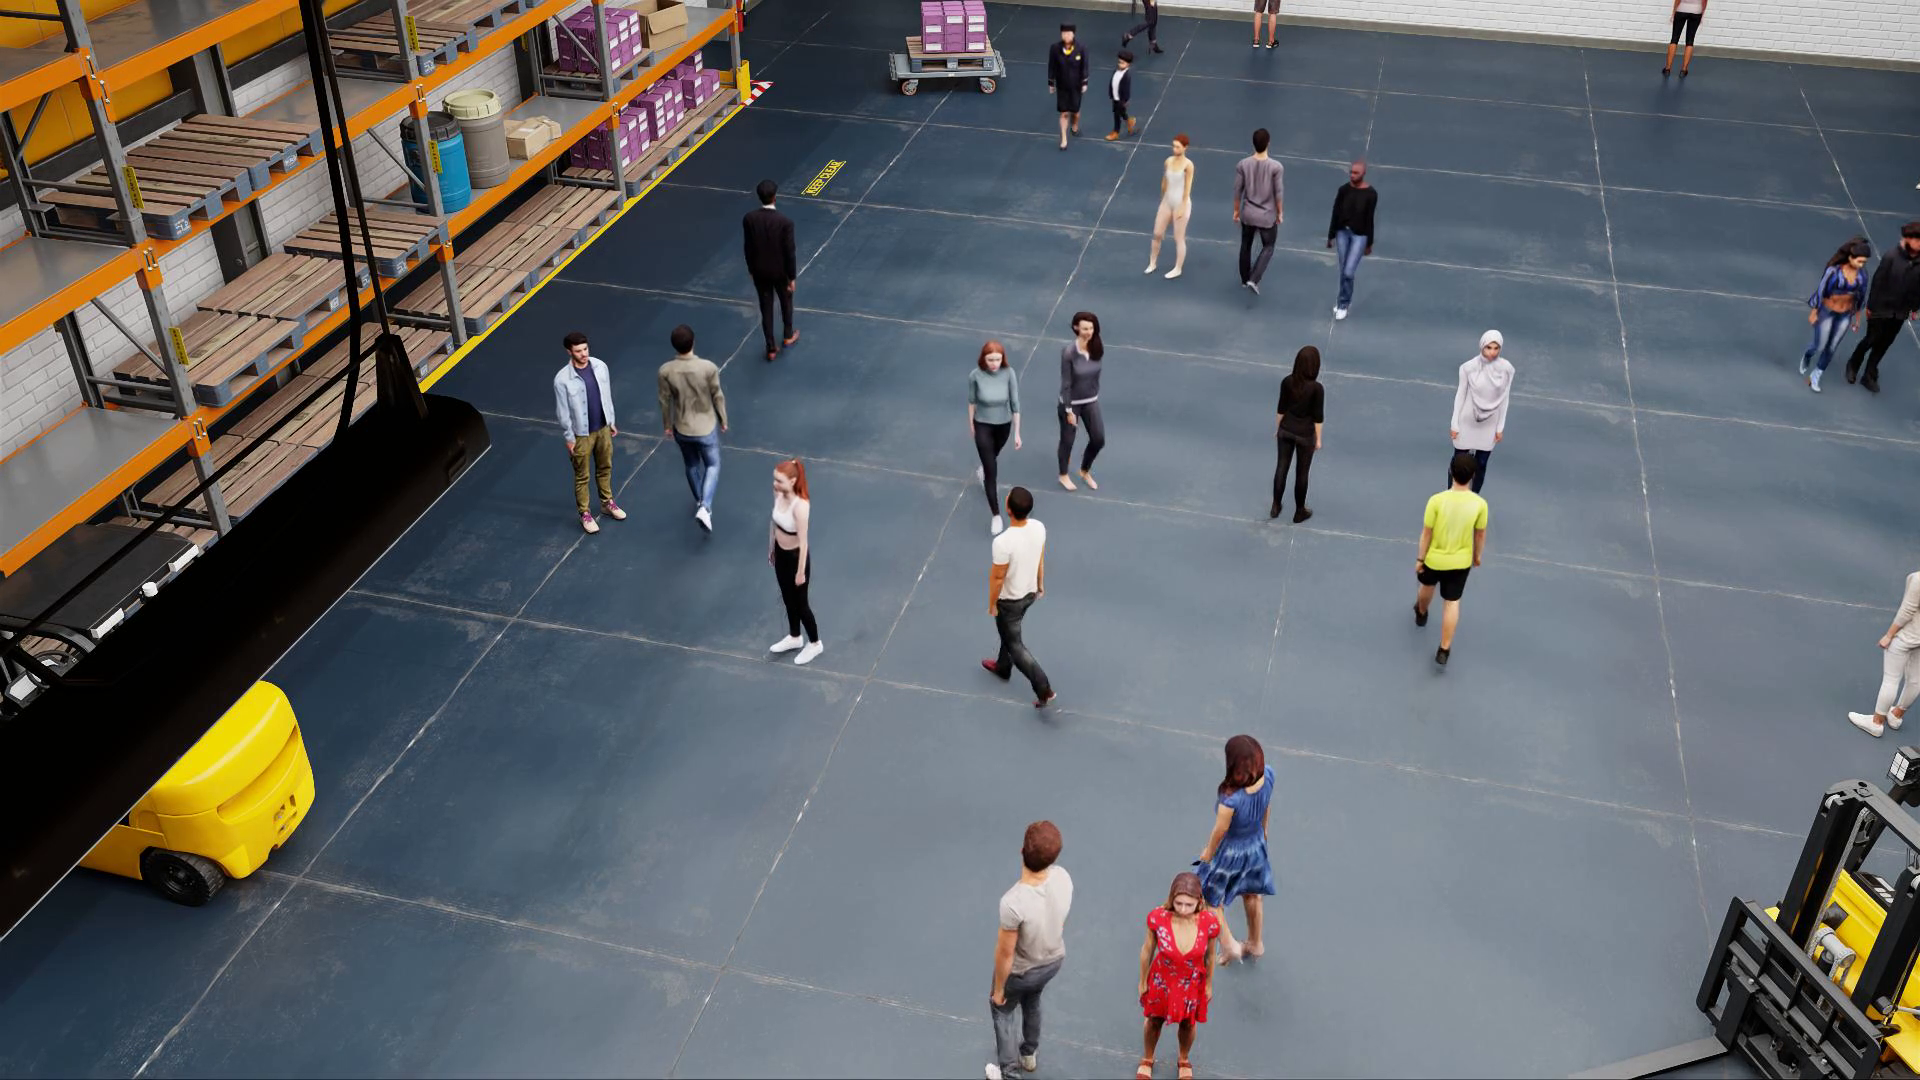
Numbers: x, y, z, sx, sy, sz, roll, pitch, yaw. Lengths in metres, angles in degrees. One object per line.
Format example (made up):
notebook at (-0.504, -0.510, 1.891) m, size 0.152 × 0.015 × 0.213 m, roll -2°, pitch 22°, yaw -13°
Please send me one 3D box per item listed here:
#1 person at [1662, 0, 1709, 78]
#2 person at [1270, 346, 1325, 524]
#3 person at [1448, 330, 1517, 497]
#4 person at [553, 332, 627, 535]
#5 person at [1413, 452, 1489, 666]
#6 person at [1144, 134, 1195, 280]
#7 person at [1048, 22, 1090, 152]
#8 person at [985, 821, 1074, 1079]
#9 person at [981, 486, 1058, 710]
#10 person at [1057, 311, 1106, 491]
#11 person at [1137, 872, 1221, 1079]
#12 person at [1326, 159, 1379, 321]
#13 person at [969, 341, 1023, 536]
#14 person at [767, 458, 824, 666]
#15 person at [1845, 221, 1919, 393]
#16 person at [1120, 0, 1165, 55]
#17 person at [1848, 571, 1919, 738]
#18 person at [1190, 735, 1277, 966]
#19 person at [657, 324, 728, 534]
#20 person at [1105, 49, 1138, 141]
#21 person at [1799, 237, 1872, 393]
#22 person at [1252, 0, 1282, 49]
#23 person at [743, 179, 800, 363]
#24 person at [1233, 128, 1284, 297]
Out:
person at (10.660, -7.691, 24.361) m, size 0.619 × 1.746 × 0.543 m, roll 11°, pitch 35°, yaw 16°
person at (2.887, -0.907, 14.249) m, size 0.639 × 1.642 × 0.610 m, roll 20°, pitch 39°, yaw 28°
person at (4.445, -1.000, 14.269) m, size 0.627 × 1.775 × 0.562 m, roll 5°, pitch 34°, yaw 7°
person at (-3.162, -0.941, 14.147) m, size 0.821 × 1.811 × 0.693 m, roll 29°, pitch 43°, yaw 36°
person at (3.710, 0.170, 12.604) m, size 0.696 × 1.670 × 1.111 m, roll 6°, pitch 34°, yaw 9°
person at (2.445, -3.723, 18.489) m, size 0.679 × 1.639 × 0.698 m, roll 26°, pitch 42°, yaw 34°
person at (1.444, -5.992, 21.884) m, size 0.724 × 1.660 × 0.803 m, roll 6°, pitch 34°, yaw 9°
person at (0.442, 2.350, 9.147) m, size 0.810 × 1.866 × 0.894 m, roll -27°, pitch 42°, yaw -35°
person at (0.460, 0.436, 12.104) m, size 1.125 × 1.780 × 1.061 m, roll -28°, pitch 43°, yaw -36°
person at (0.988, -1.250, 14.665) m, size 0.761 × 1.753 × 0.821 m, roll -17°, pitch 37°, yaw -24°
person at (1.215, 2.444, 9.252) m, size 0.604 × 1.592 × 0.584 m, roll 3°, pitch 34°, yaw 5°
person at (4.196, -3.232, 17.665) m, size 0.738 × 1.734 × 0.818 m, roll 22°, pitch 40°, yaw 30°
person at (0.278, -0.980, 14.307) m, size 0.899 × 1.699 × 1.264 m, roll -4°, pitch 34°, yaw -6°
person at (-1.242, 0.140, 12.584) m, size 0.757 × 1.742 × 0.703 m, roll -20°, pitch 38°, yaw -27°
person at (9.071, -2.329, 16.275) m, size 0.714 × 1.768 × 0.745 m, roll 1°, pitch 34°, yaw 1°
person at (2.802, -8.178, 25.106) m, size 0.817 × 1.733 × 0.930 m, roll 1°, pitch 34°, yaw 2°
person at (6.800, 0.665, 11.818) m, size 0.686 × 1.715 × 0.704 m, roll -8°, pitch 34°, yaw -12°
person at (1.686, 1.929, 9.851) m, size 0.810 × 1.787 × 0.887 m, roll -26°, pitch 41°, yaw -33°
person at (-2.245, -0.923, 14.083) m, size 0.864 × 1.852 × 1.088 m, roll 0°, pitch 34°, yaw -1°
person at (2.191, -5.967, 22.249) m, size 0.813 × 1.213 × 0.758 m, roll -16°, pitch 37°, yaw -23°
person at (8.517, -2.226, 16.257) m, size 0.718 × 1.616 × 0.746 m, roll 1°, pitch 34°, yaw 2°
person at (4.732, -8.505, 25.482) m, size 0.693 × 1.861 × 0.616 m, roll 13°, pitch 36°, yaw 18°
person at (-1.925, -2.666, 16.697) m, size 0.772 × 1.862 × 0.871 m, roll 3°, pitch 34°, yaw 5°
person at (3.226, -3.518, 18.001) m, size 0.808 × 1.838 × 0.950 m, roll 14°, pitch 36°, yaw 21°
